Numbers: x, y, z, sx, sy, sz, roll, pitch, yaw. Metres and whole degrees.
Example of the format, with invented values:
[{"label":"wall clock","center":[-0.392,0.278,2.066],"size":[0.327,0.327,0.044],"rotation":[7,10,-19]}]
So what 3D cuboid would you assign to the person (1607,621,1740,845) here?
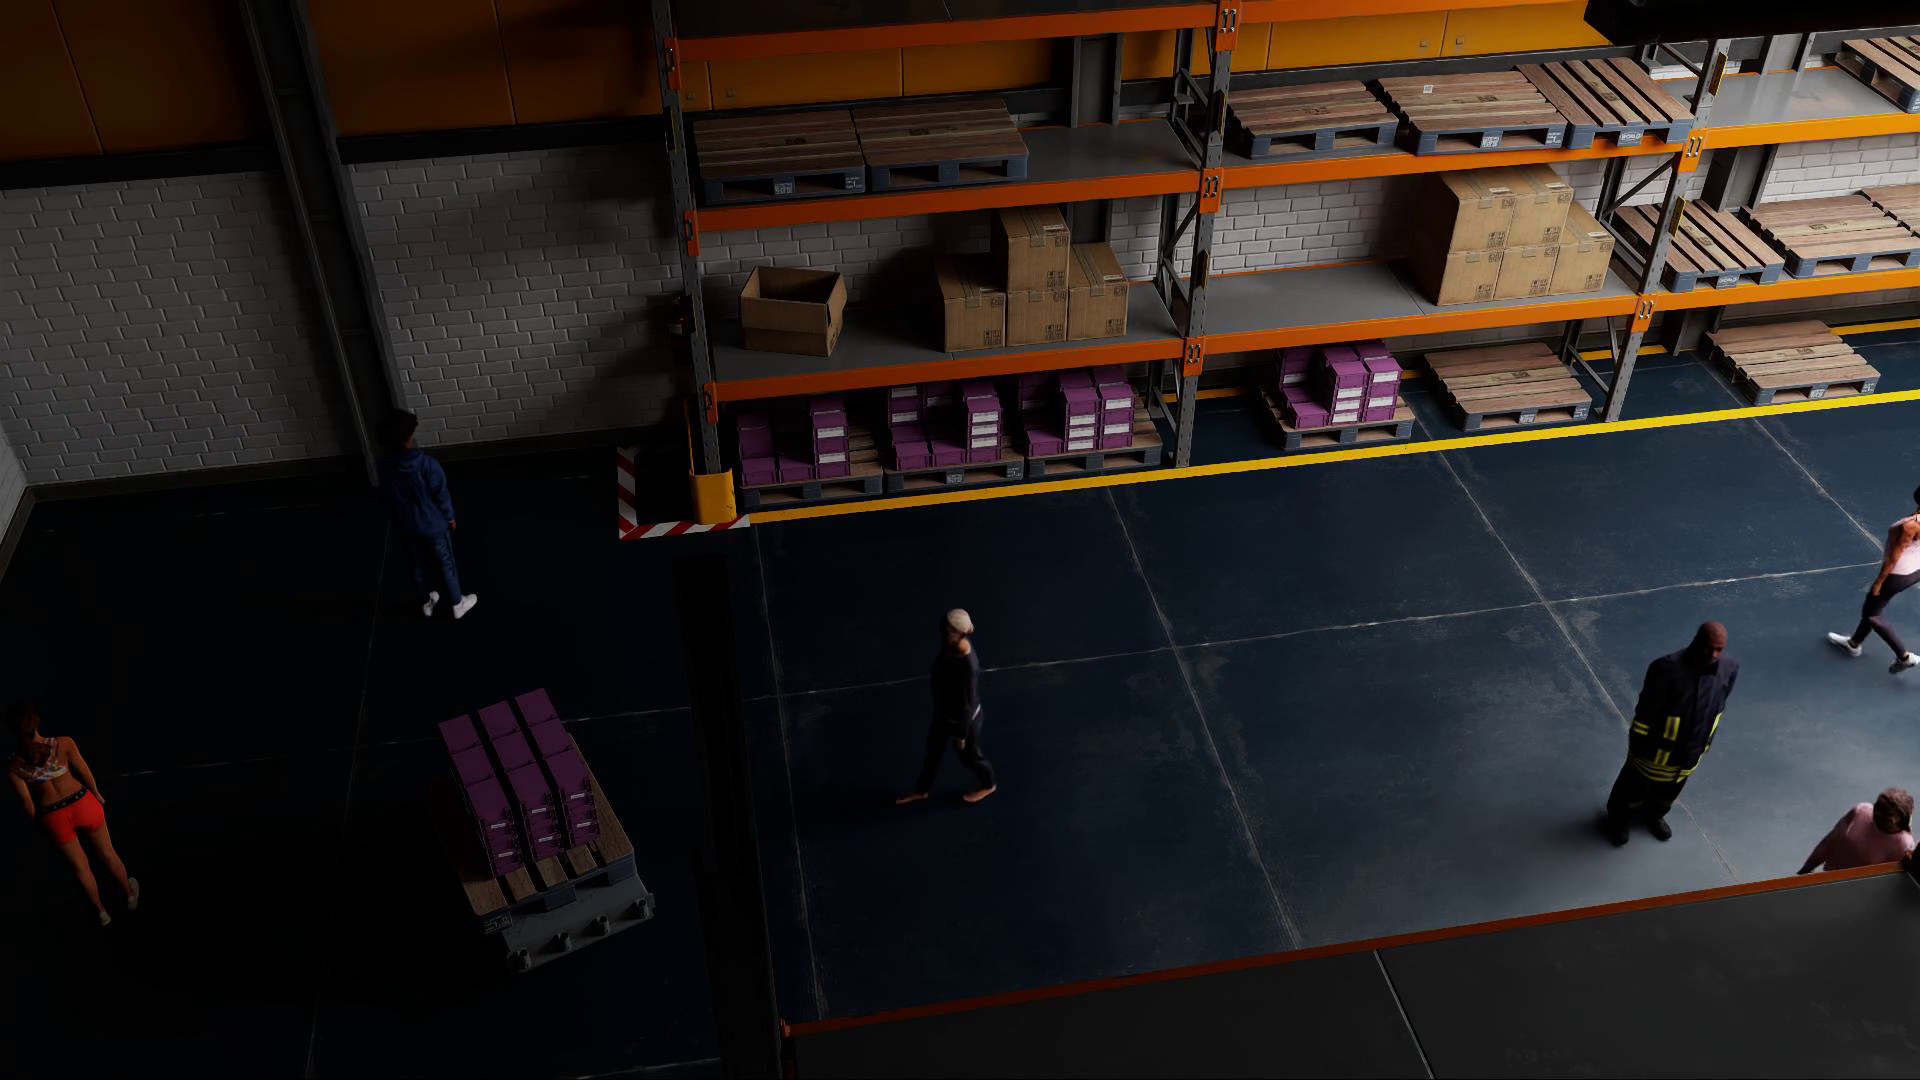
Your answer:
[{"label":"person","center":[4.576,1.204,10.663],"size":[0.612,1.821,0.815],"rotation":[-4,39,-4]}]

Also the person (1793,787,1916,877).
[{"label":"person","center":[5.316,2.031,9.774],"size":[1.108,1.640,0.713],"rotation":[-11,40,-13]}]

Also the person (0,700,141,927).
[{"label":"person","center":[-5.420,1.665,10.110],"size":[0.628,1.792,0.721],"rotation":[-25,45,-28]}]

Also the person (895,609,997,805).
[{"label":"person","center":[0.052,1.101,10.890],"size":[0.994,1.700,0.775],"rotation":[-15,41,-18]}]

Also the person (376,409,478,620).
[{"label":"person","center":[-4.024,-0.175,12.404],"size":[0.611,1.805,0.799],"rotation":[5,39,6]}]

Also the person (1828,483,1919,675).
[{"label":"person","center":[6.822,0.283,11.965],"size":[0.917,1.637,0.853],"rotation":[-24,45,-27]}]
